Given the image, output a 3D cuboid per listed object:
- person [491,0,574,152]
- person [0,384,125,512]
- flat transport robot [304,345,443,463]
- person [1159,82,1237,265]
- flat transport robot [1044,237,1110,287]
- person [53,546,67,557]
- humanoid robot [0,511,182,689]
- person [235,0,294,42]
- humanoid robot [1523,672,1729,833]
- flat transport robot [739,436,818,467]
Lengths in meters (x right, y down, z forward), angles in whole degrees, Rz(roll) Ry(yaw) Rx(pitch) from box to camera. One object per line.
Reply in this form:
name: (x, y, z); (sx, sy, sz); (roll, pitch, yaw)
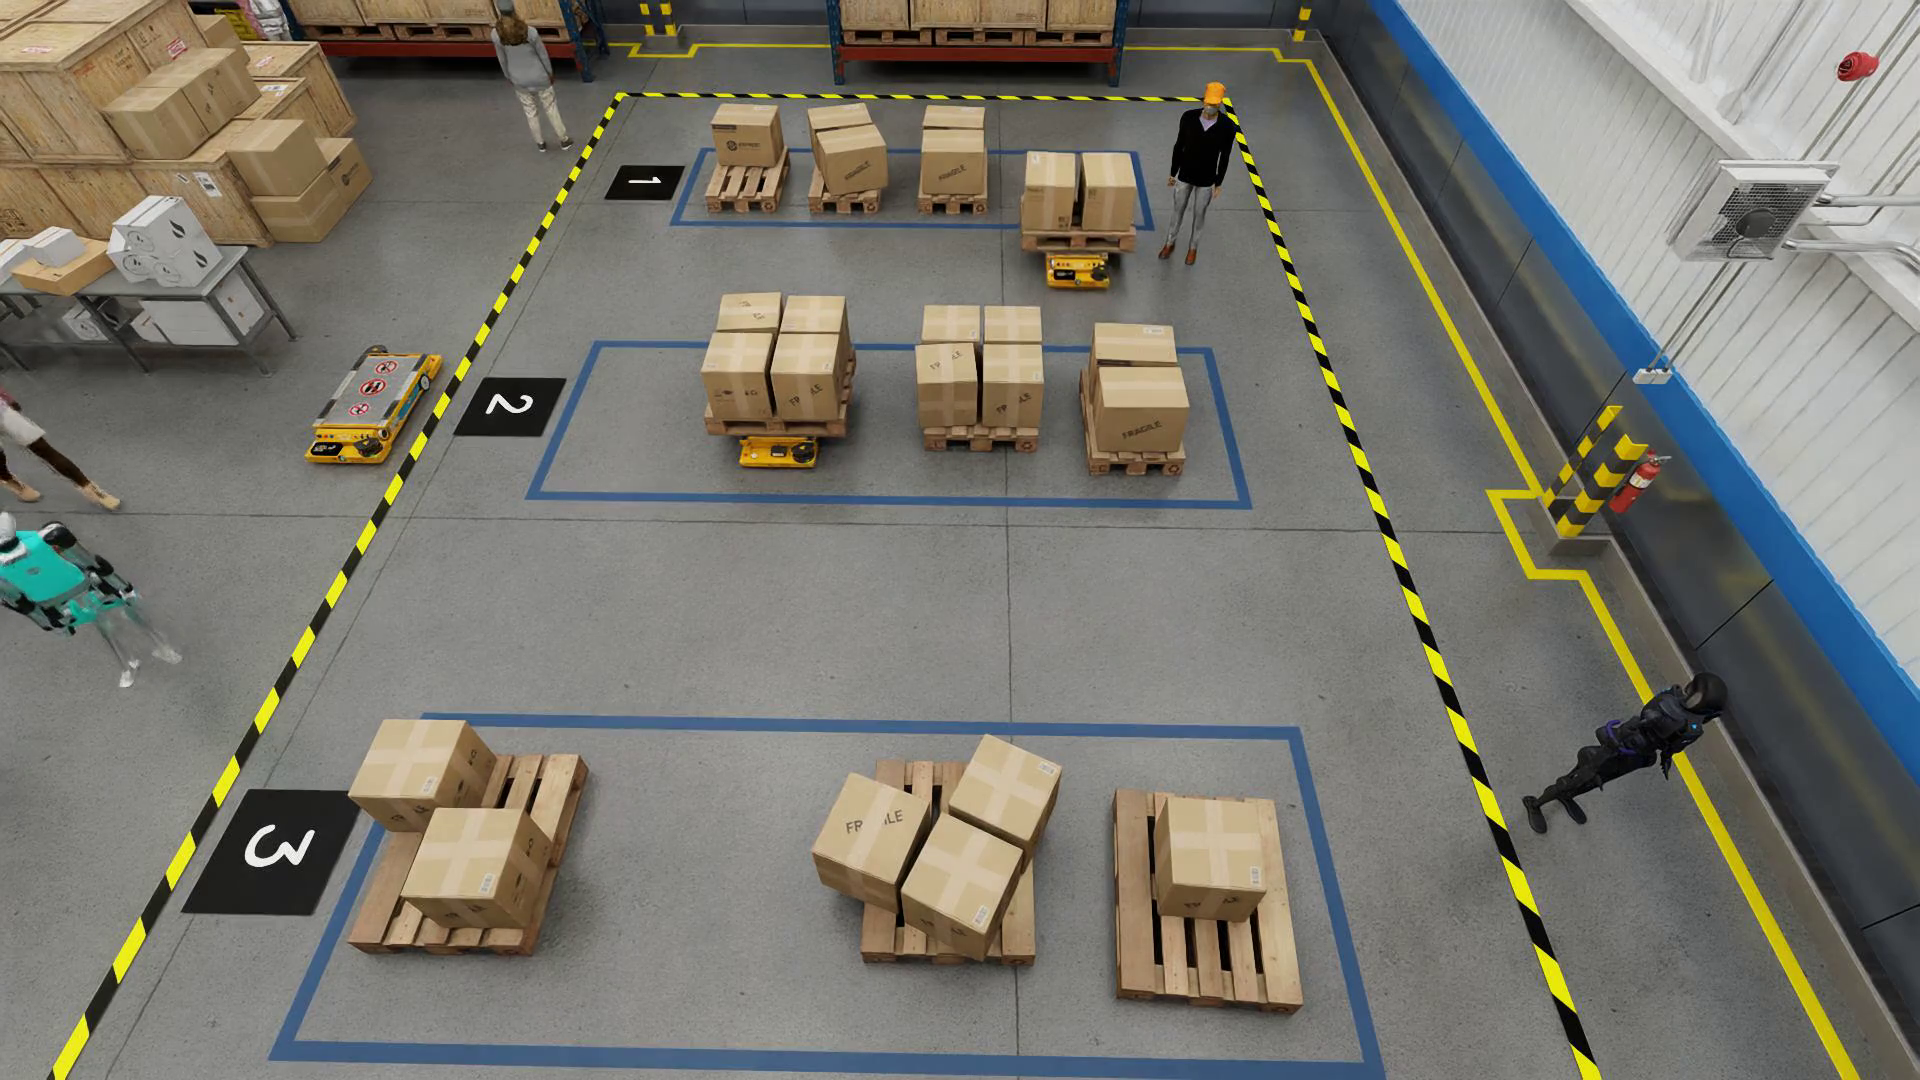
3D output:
person: (-5.230, -5.632, 11.149); (0.574, 1.768, 0.401); (-7, 50, -6)
person: (-7.615, -0.965, 7.068); (1.082, 1.982, 0.610); (15, 51, 12)
flat transport robot: (-5.383, -1.269, 8.441); (0.659, 0.231, 1.431); (1, 50, 1)
person: (2.452, -3.774, 9.503); (0.587, 1.884, 0.358); (19, 52, 16)
flat transport robot: (1.267, -3.295, 10.137); (0.652, 0.197, 1.431); (1, 50, 1)
person: (-7.327, -0.367, 6.618); (0.355, 1.887, 0.573); (-19, 52, -16)
humanoid robot: (-5.882, 0.344, 6.126); (0.544, 1.780, 0.790); (-37, 59, -27)
person: (-9.036, -6.750, 12.060); (0.404, 1.823, 0.586); (5, 50, 5)
humanoid robot: (3.920, 1.258, 5.373); (0.599, 1.653, 0.315); (-7, 50, -6)
flat transport robot: (-1.582, -1.235, 8.394); (0.652, 0.197, 1.431); (1, 50, 1)
